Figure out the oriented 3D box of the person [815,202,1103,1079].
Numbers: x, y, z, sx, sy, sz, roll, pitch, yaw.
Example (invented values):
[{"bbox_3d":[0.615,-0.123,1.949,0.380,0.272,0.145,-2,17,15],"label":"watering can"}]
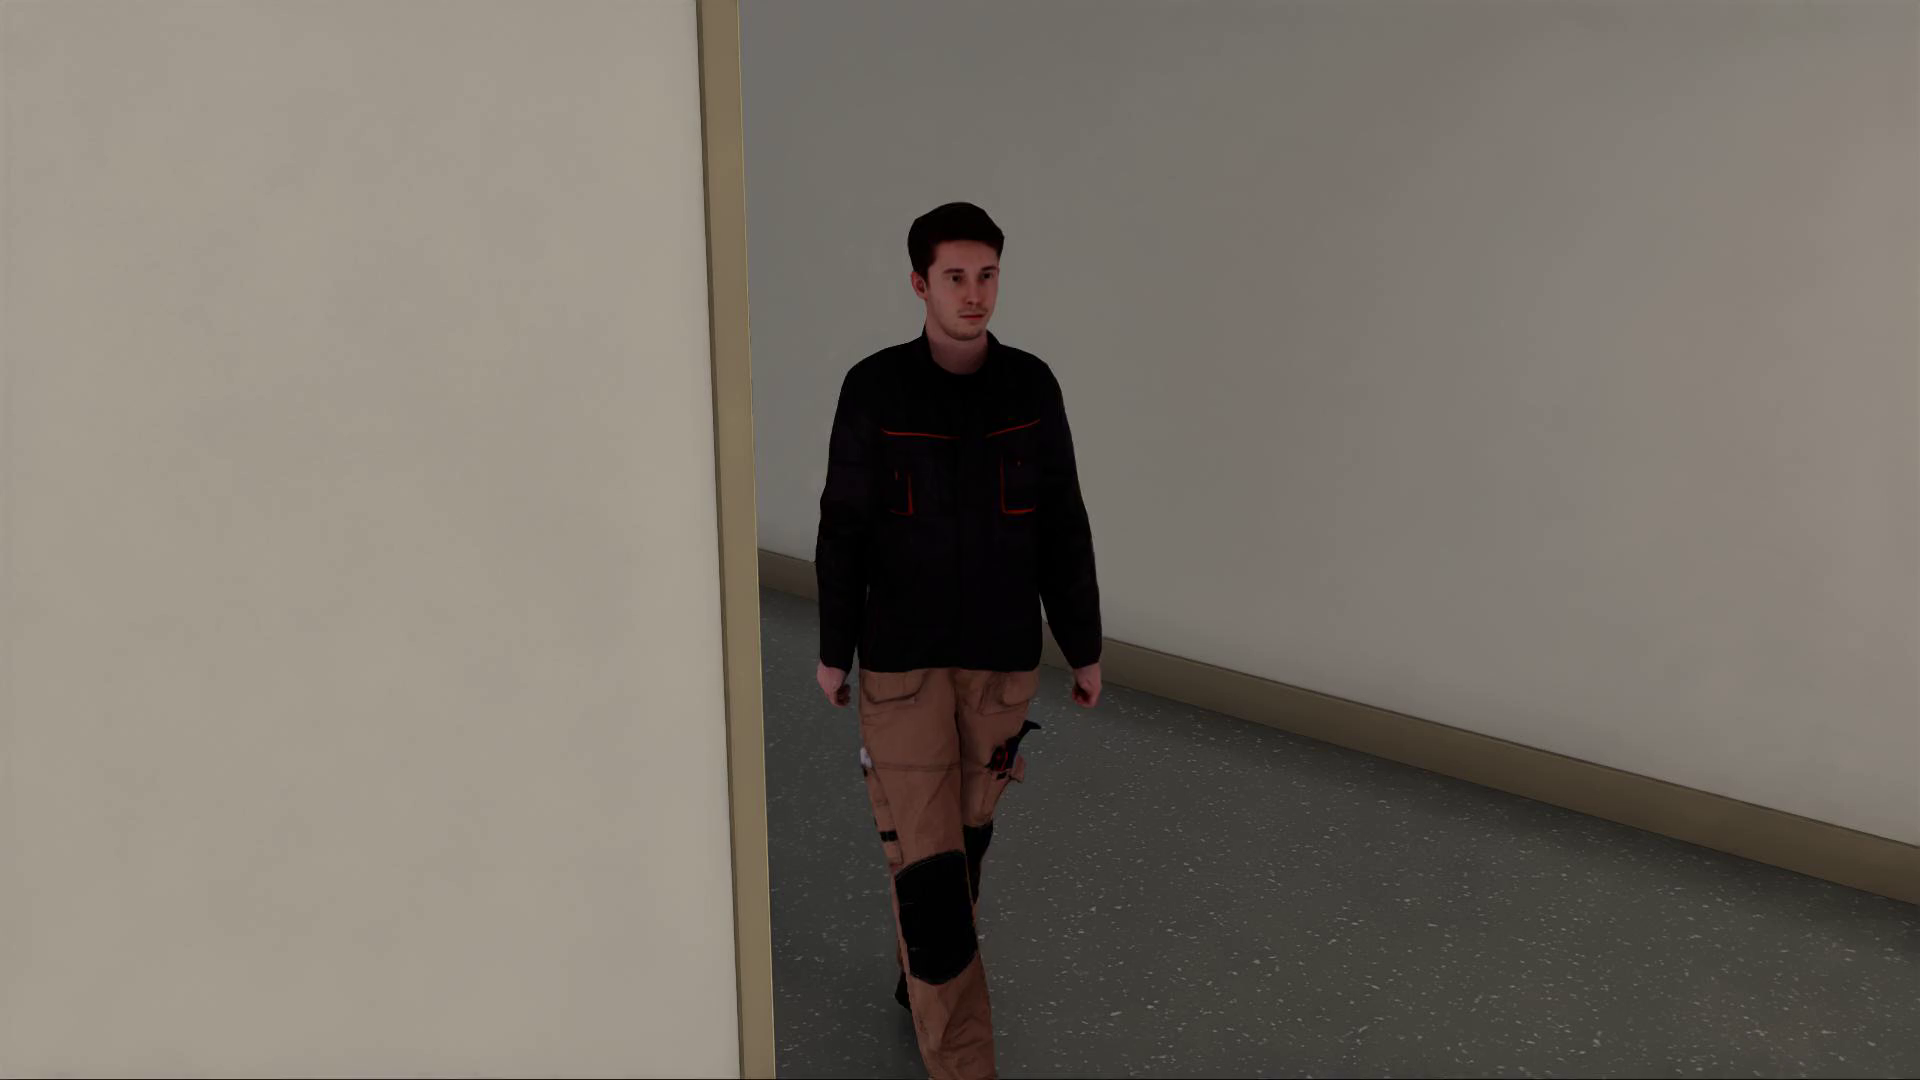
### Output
[{"bbox_3d":[-0.048,0.250,3.593,1.184,1.894,1.123,-6,17,-20],"label":"person"}]
